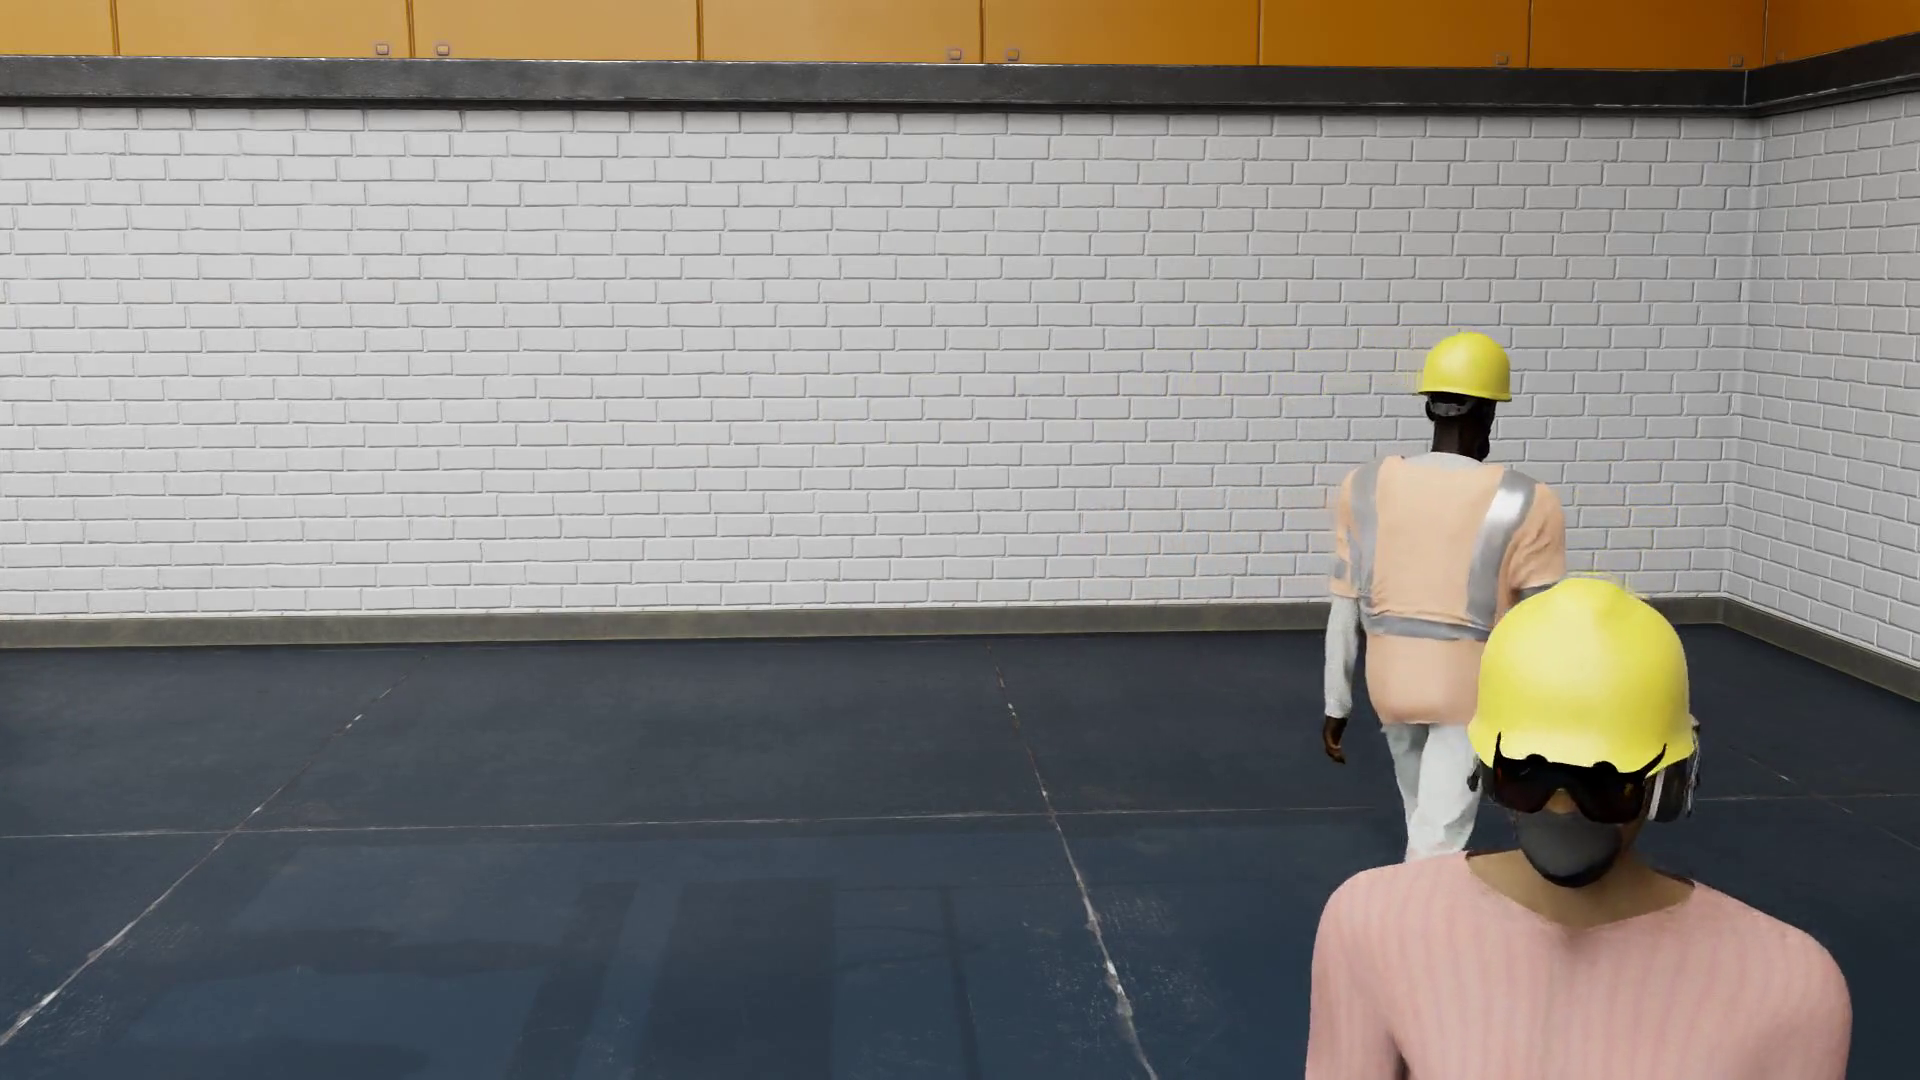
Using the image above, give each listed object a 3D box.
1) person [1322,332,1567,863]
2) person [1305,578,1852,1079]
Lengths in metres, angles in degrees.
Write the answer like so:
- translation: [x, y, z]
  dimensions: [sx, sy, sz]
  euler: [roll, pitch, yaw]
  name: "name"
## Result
- translation: [1.307, 0.394, 4.405]
  dimensions: [0.615, 1.868, 1.005]
  euler: [7, 12, 39]
  name: "person"
- translation: [0.635, 0.875, 1.817]
  dimensions: [0.536, 1.743, 0.764]
  euler: [4, 10, 23]
  name: "person"
